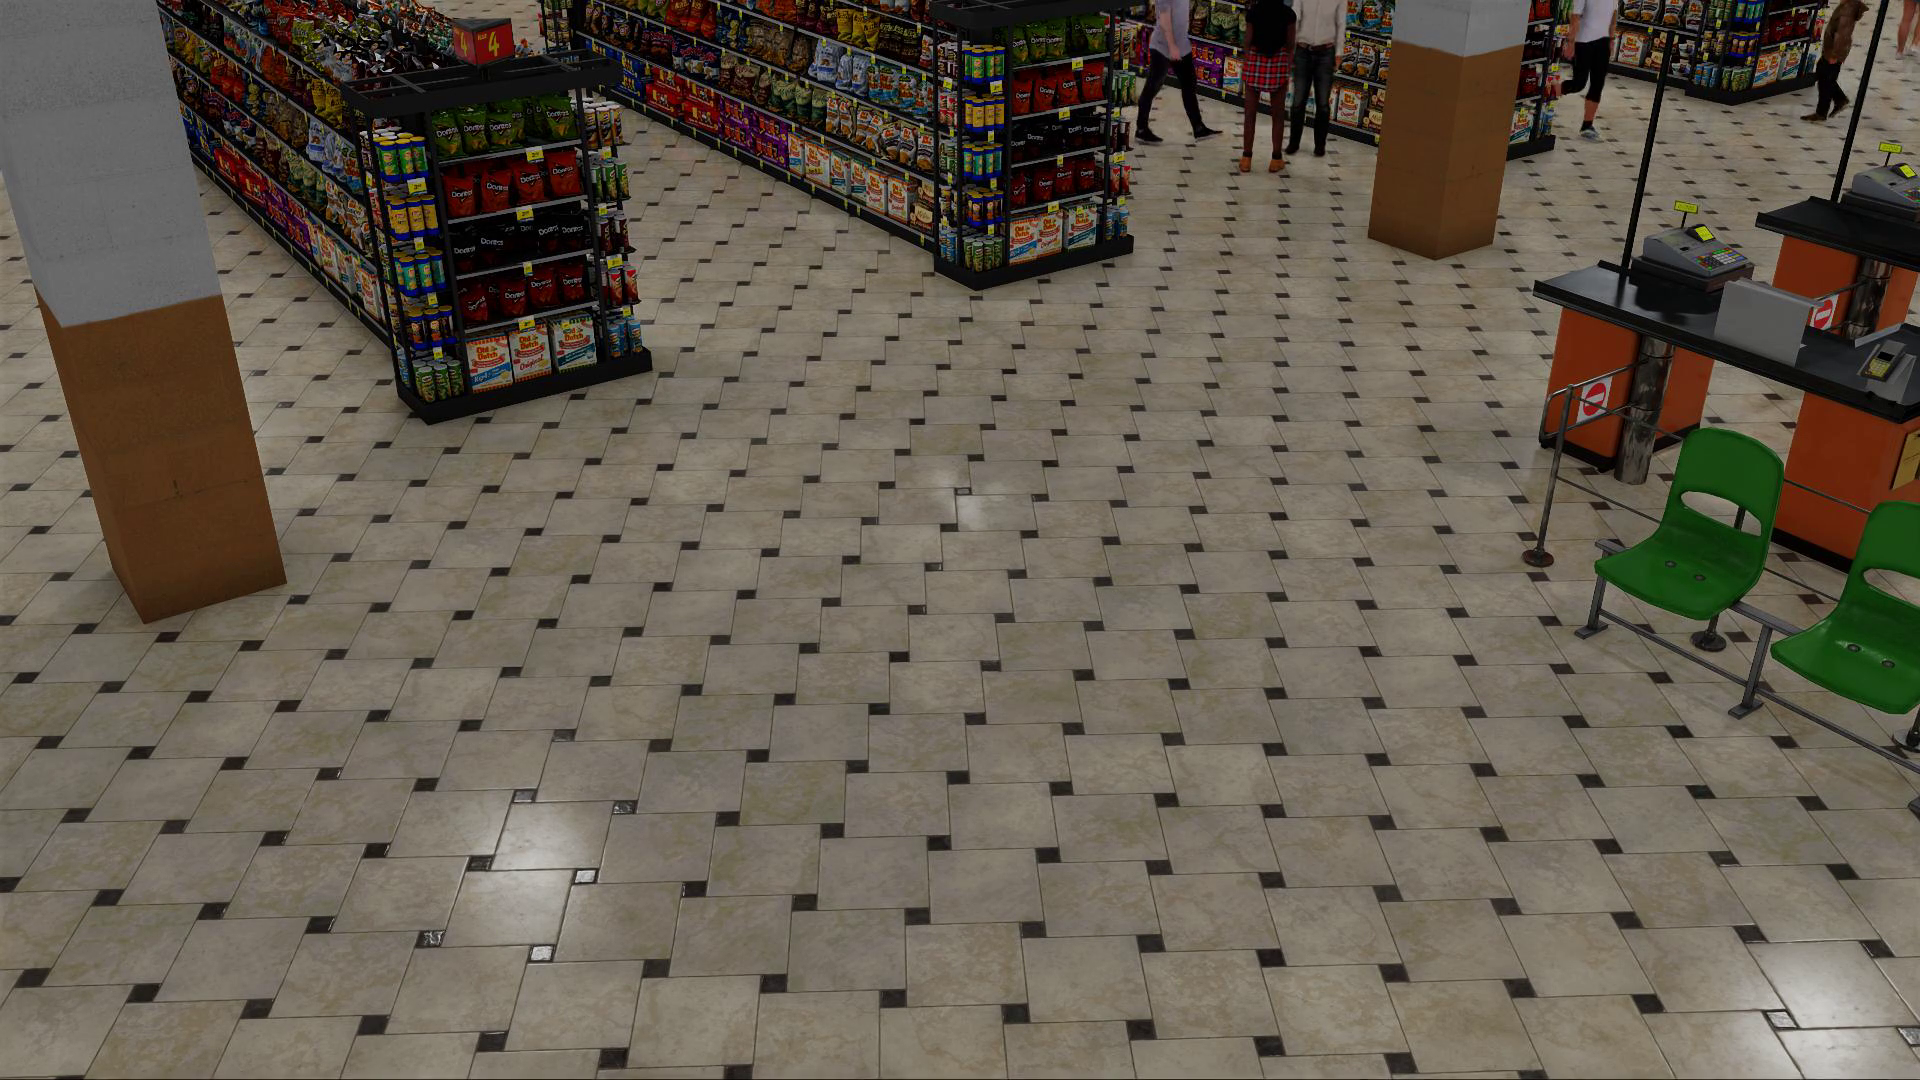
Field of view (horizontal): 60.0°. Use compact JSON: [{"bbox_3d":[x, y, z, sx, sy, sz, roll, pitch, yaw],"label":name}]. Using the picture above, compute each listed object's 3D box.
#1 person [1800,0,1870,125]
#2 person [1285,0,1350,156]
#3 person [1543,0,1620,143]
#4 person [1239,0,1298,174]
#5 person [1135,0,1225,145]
[{"bbox_3d":[8.591,-4.769,16.162,0.778,1.447,0.715,14,32,25],"label":"person"},{"bbox_3d":[3.242,-4.422,15.156,0.702,1.803,0.797,9,30,16],"label":"person"},{"bbox_3d":[5.873,-4.713,15.660,0.805,1.829,1.061,-15,32,-25],"label":"person"},{"bbox_3d":[2.711,-4.127,14.693,0.723,1.727,0.786,6,29,10],"label":"person"},{"bbox_3d":[1.855,-4.566,15.415,1.158,1.806,0.948,16,32,27],"label":"person"}]
